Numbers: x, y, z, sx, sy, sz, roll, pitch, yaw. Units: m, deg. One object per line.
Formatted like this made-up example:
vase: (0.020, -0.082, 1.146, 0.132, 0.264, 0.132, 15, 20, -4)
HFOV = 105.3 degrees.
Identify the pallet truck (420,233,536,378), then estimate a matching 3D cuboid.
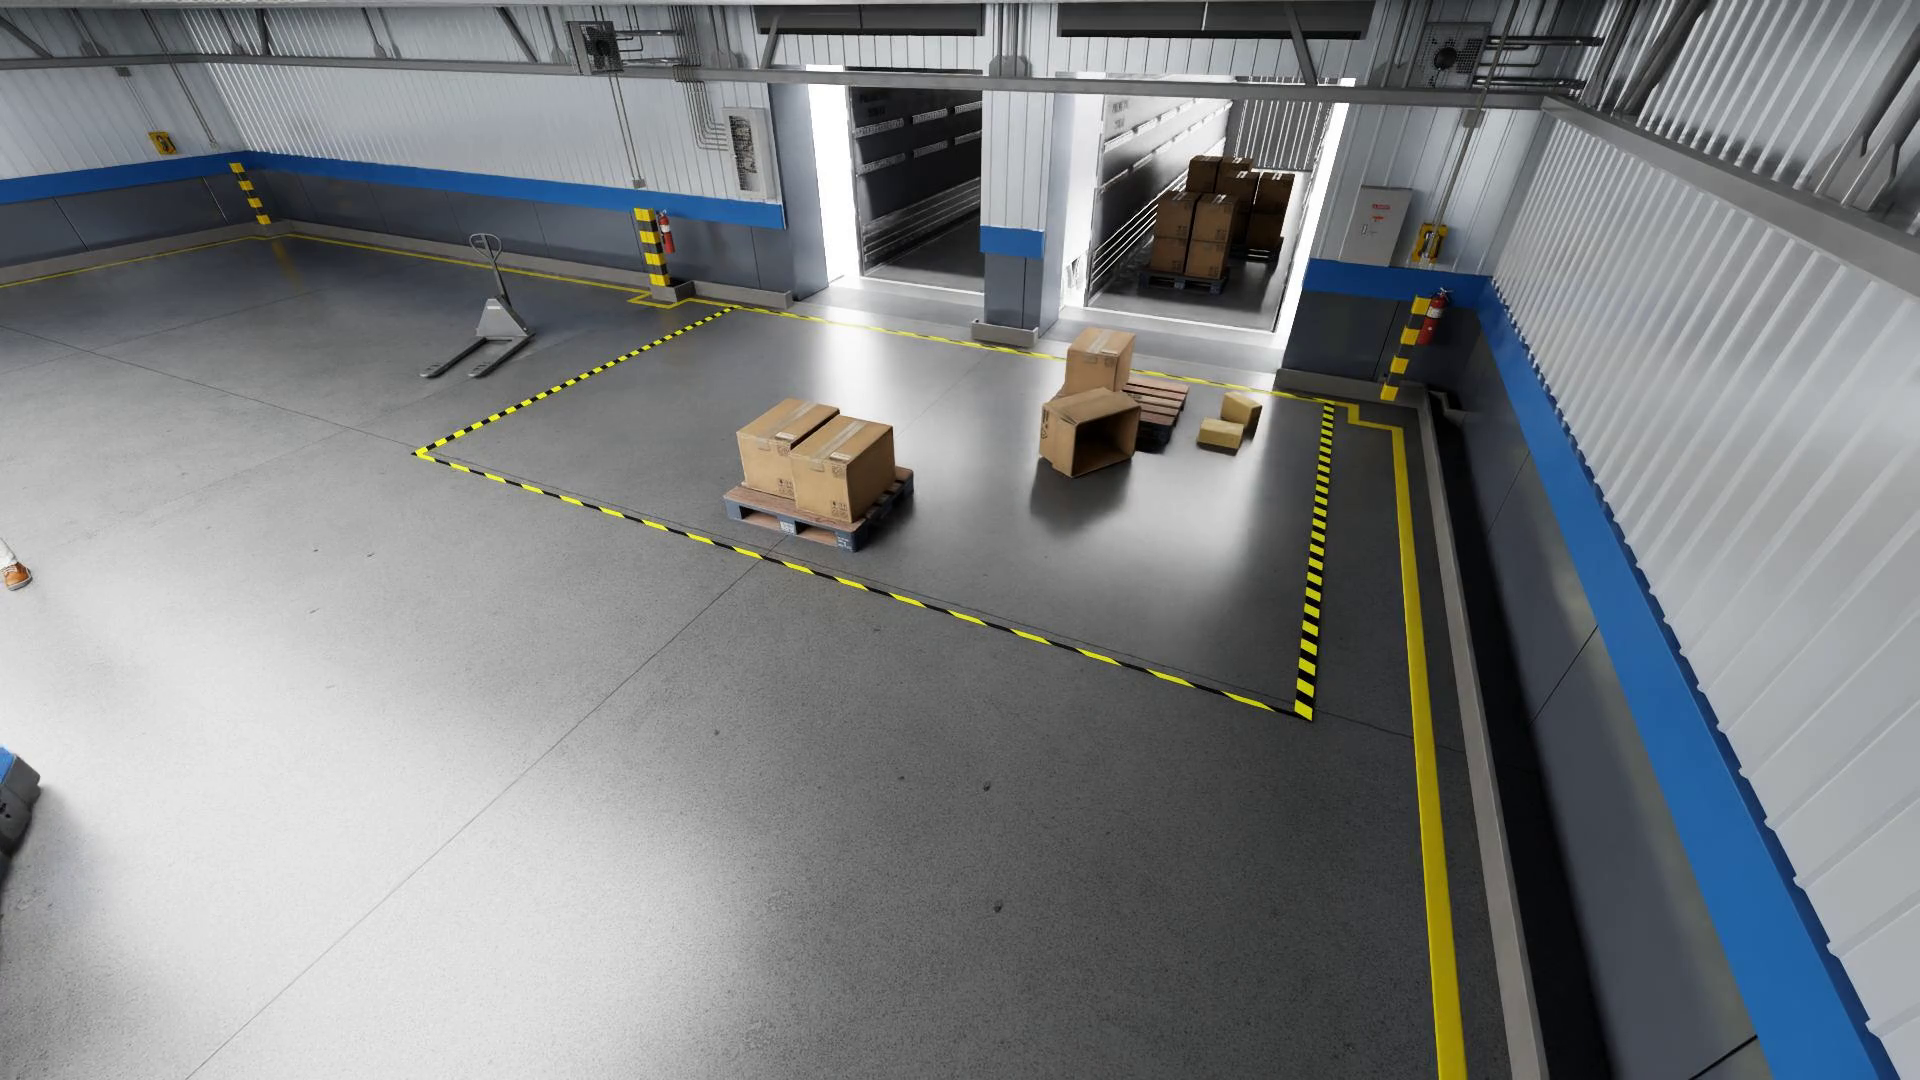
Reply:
pallet truck: (-5.664, -2.712, 8.427, 0.680, 1.201, 1.601, 0, 35, -1)

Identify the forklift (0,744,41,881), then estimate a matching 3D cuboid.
forklift: (-4.900, 0.769, 2.851, 0.716, 2.013, 0.776, -20, 40, -26)

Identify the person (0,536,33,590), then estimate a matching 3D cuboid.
person: (-6.836, -0.442, 4.630, 0.609, 1.946, 0.403, -24, 42, -30)
